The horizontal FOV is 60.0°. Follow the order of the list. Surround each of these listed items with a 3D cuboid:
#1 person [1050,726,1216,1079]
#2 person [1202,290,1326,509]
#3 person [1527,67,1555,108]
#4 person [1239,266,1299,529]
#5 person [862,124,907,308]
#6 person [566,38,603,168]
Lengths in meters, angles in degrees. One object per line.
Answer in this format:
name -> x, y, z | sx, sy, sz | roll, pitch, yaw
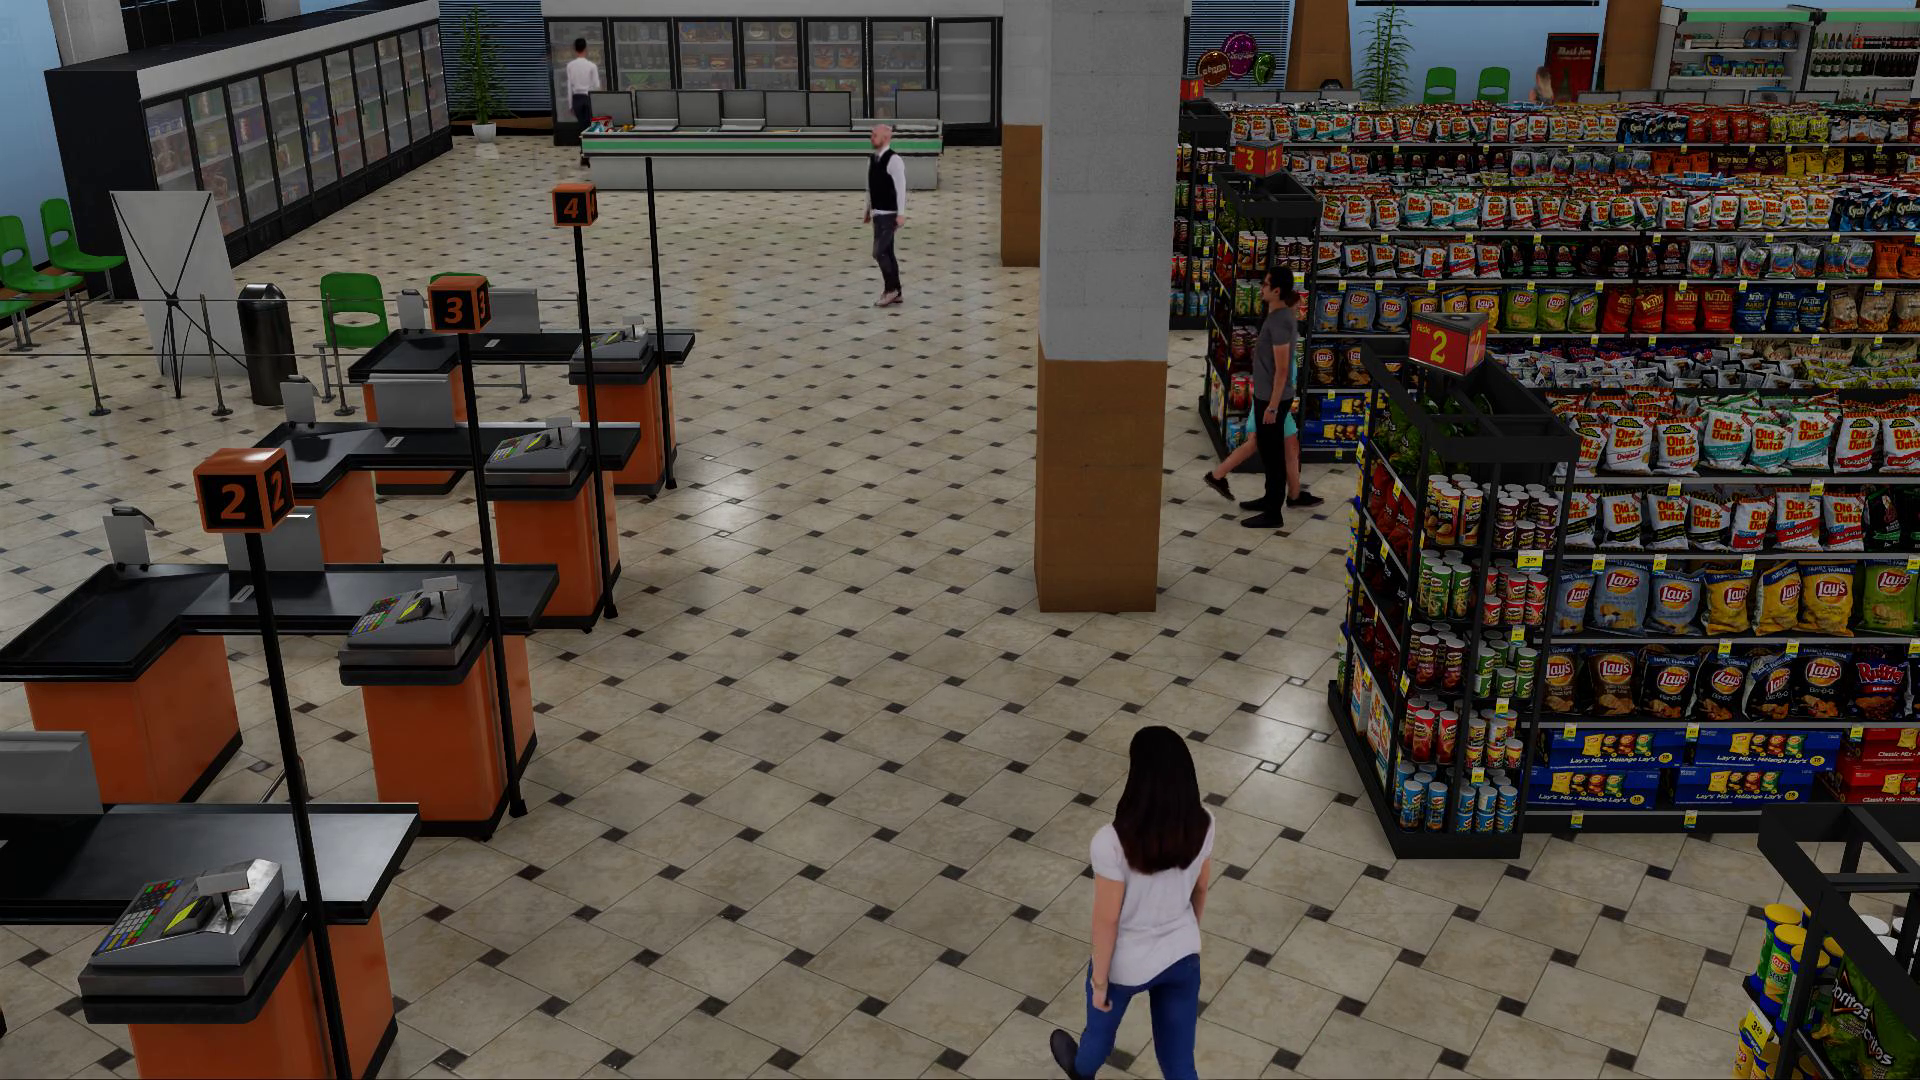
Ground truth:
person -> 0.640, 1.426, 5.294 | 1.130, 1.638, 0.957 | -8, 23, -19
person -> 2.046, -0.940, 11.336 | 1.116, 1.524, 0.716 | 4, 22, 10
person -> 7.832, -5.482, 22.414 | 0.838, 1.691, 0.840 | -12, 25, -27
person -> 2.086, -0.958, 11.071 | 0.569, 1.754, 0.649 | 3, 22, 8
person -> -0.666, -3.246, 16.694 | 0.850, 1.807, 0.831 | -14, 26, -31
person -> -5.562, -6.405, 24.540 | 1.198, 1.819, 0.815 | 3, 22, 7
